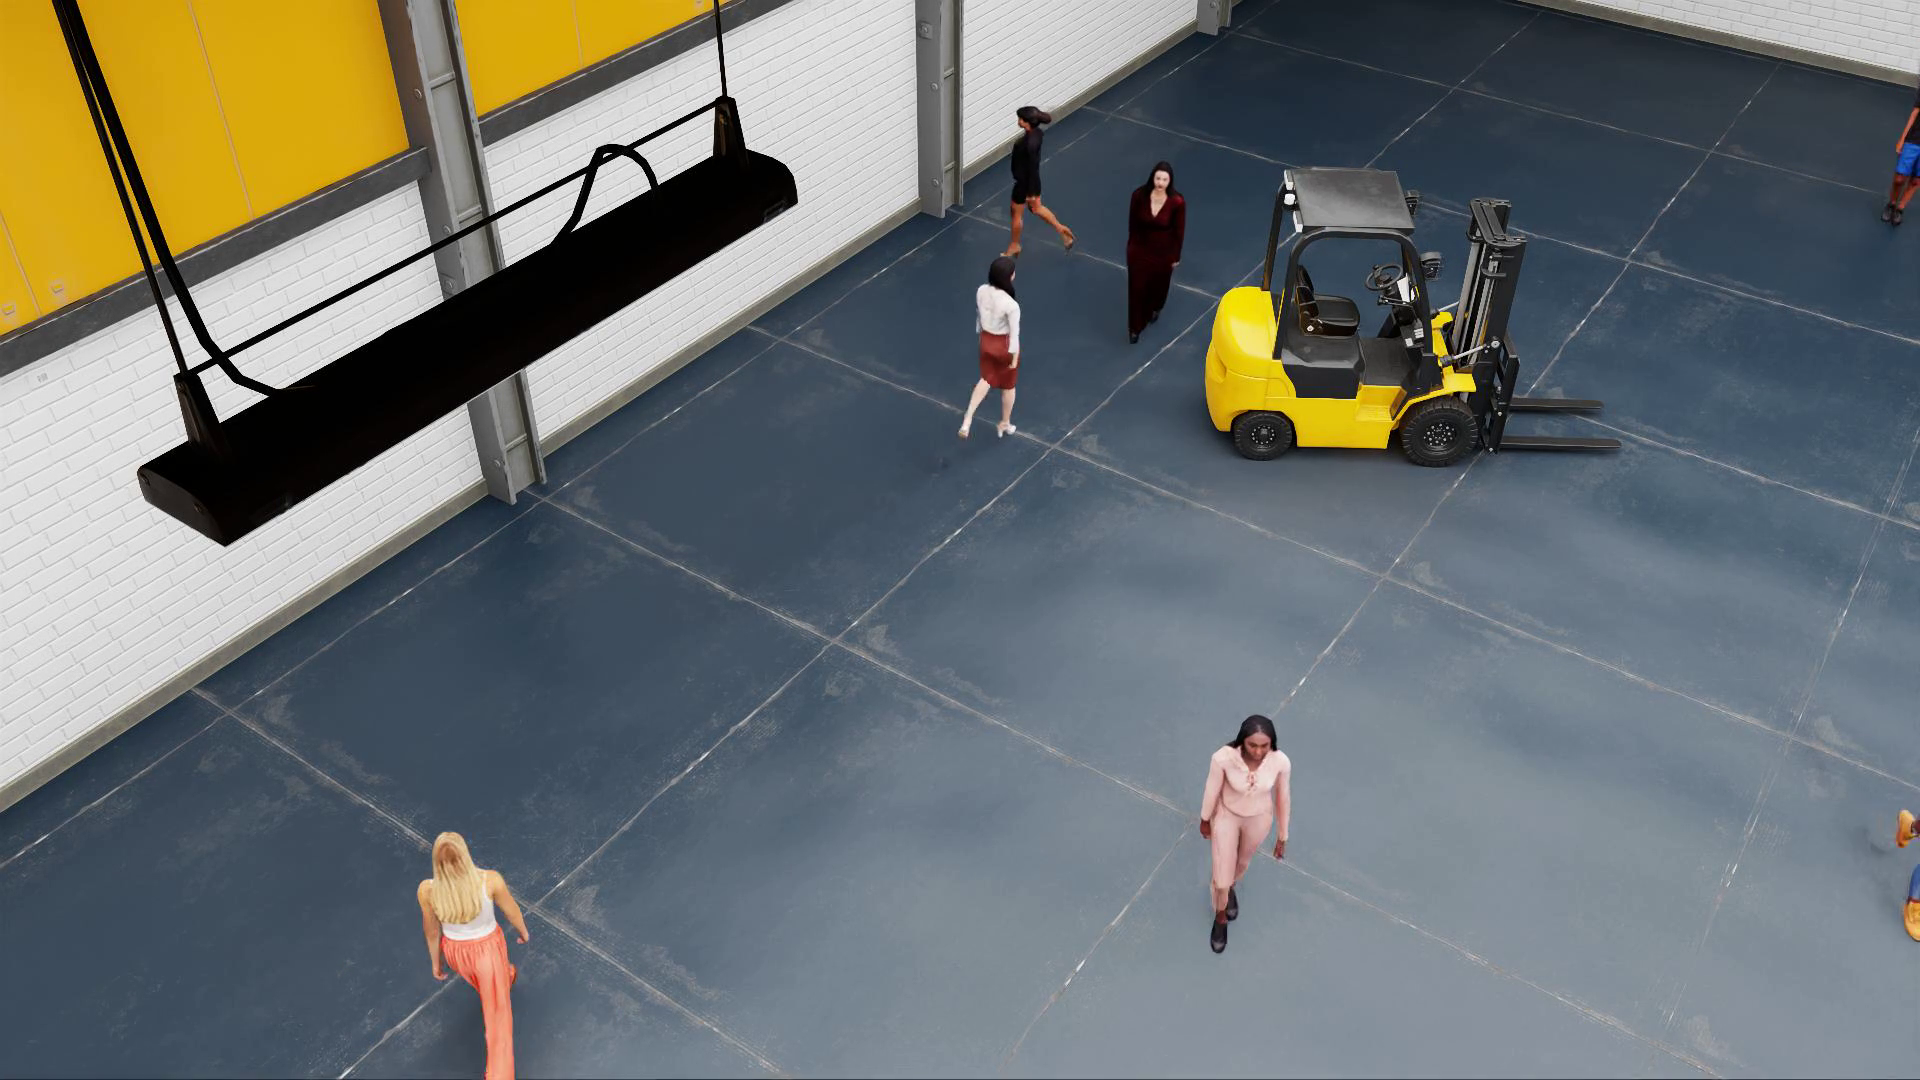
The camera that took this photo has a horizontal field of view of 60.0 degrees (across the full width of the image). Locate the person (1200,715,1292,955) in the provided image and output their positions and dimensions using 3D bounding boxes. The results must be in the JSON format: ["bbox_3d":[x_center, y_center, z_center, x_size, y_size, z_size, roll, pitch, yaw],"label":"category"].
[{"bbox_3d":[1.642,1.597,9.747,0.851,1.702,0.923,-1,39,-1],"label":"person"}]

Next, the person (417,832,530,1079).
[{"bbox_3d":[-2.562,2.304,8.827,1.183,1.746,1.332,-3,39,-3],"label":"person"}]

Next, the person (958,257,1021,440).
[{"bbox_3d":[0.261,-1.505,13.607,0.654,1.733,0.900,29,47,31],"label":"person"}]

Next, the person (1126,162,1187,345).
[{"bbox_3d":[1.769,-2.683,15.098,0.911,1.714,1.116,10,40,12],"label":"person"}]

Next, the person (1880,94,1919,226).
[{"bbox_3d":[9.703,-4.033,16.732,0.662,1.783,0.647,18,42,21],"label":"person"}]

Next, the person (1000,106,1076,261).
[{"bbox_3d":[0.739,-3.411,16.085,0.865,1.618,0.987,8,39,10],"label":"person"}]
